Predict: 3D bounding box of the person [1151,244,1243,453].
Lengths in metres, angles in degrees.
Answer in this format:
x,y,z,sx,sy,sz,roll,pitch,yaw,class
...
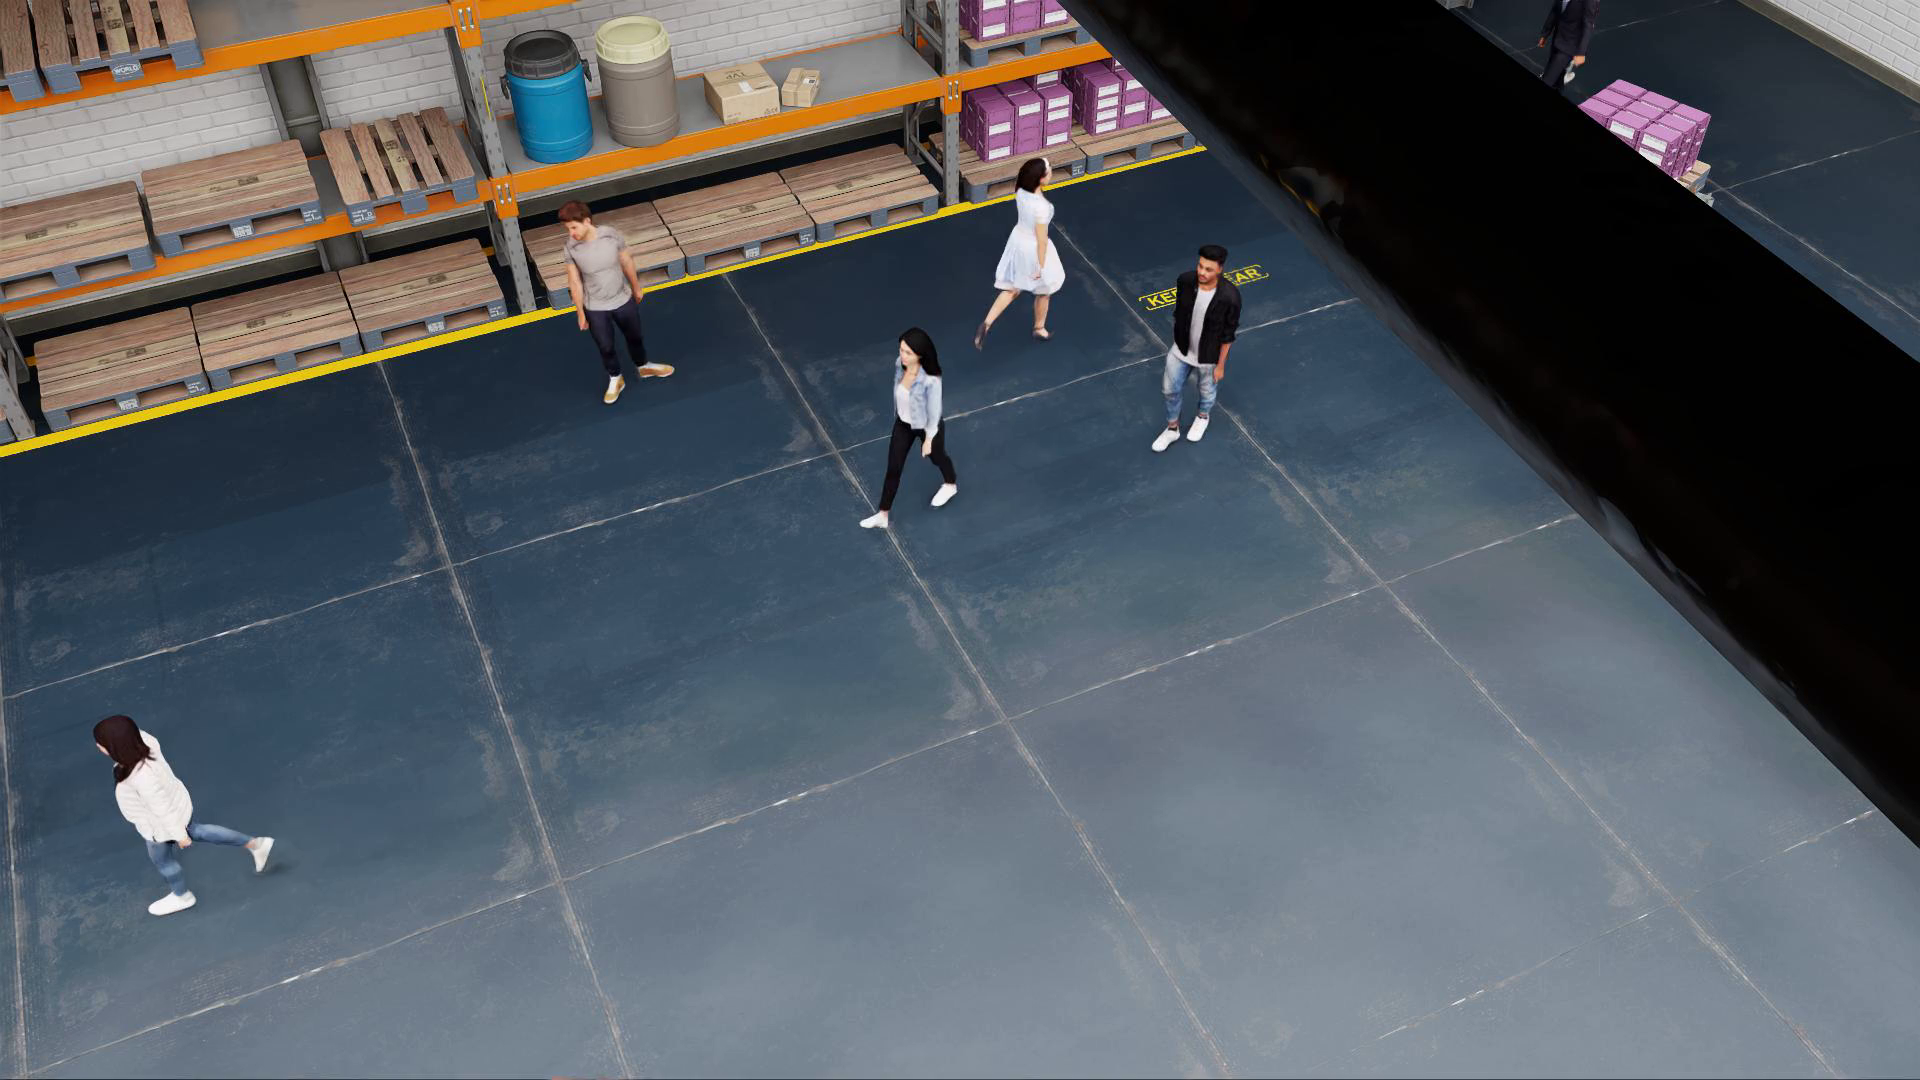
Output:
x,y,z,sx,sy,sz,roll,pitch,yaw,class
1.857,-1.510,12.487,0.913,1.798,0.993,25,49,24,person

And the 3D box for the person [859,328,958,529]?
x,y,z,sx,sy,sz,roll,pitch,yaw,class
-0.219,-0.843,11.884,0.880,1.663,1.175,34,53,30,person

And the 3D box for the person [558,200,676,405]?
x,y,z,sx,sy,sz,roll,pitch,yaw,class
-2.689,-1.875,12.833,0.529,1.848,0.921,-26,49,-25,person

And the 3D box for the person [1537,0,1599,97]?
x,y,z,sx,sy,sz,roll,pitch,yaw,class
5.849,-4.744,15.847,0.731,1.844,0.728,-11,45,-11,person

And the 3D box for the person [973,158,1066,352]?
x,y,z,sx,sy,sz,roll,pitch,yaw,class
0.481,-2.204,13.225,1.111,1.785,0.755,-25,49,-24,person

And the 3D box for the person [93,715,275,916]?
x,y,z,sx,sy,sz,roll,pitch,yaw,class
-4.436,1.510,9.448,1.000,1.616,0.641,-15,46,-15,person

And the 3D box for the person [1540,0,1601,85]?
x,y,z,sx,sy,sz,roll,pitch,yaw,class
6.207,-5.208,16.731,0.587,1.296,0.687,15,46,15,person
